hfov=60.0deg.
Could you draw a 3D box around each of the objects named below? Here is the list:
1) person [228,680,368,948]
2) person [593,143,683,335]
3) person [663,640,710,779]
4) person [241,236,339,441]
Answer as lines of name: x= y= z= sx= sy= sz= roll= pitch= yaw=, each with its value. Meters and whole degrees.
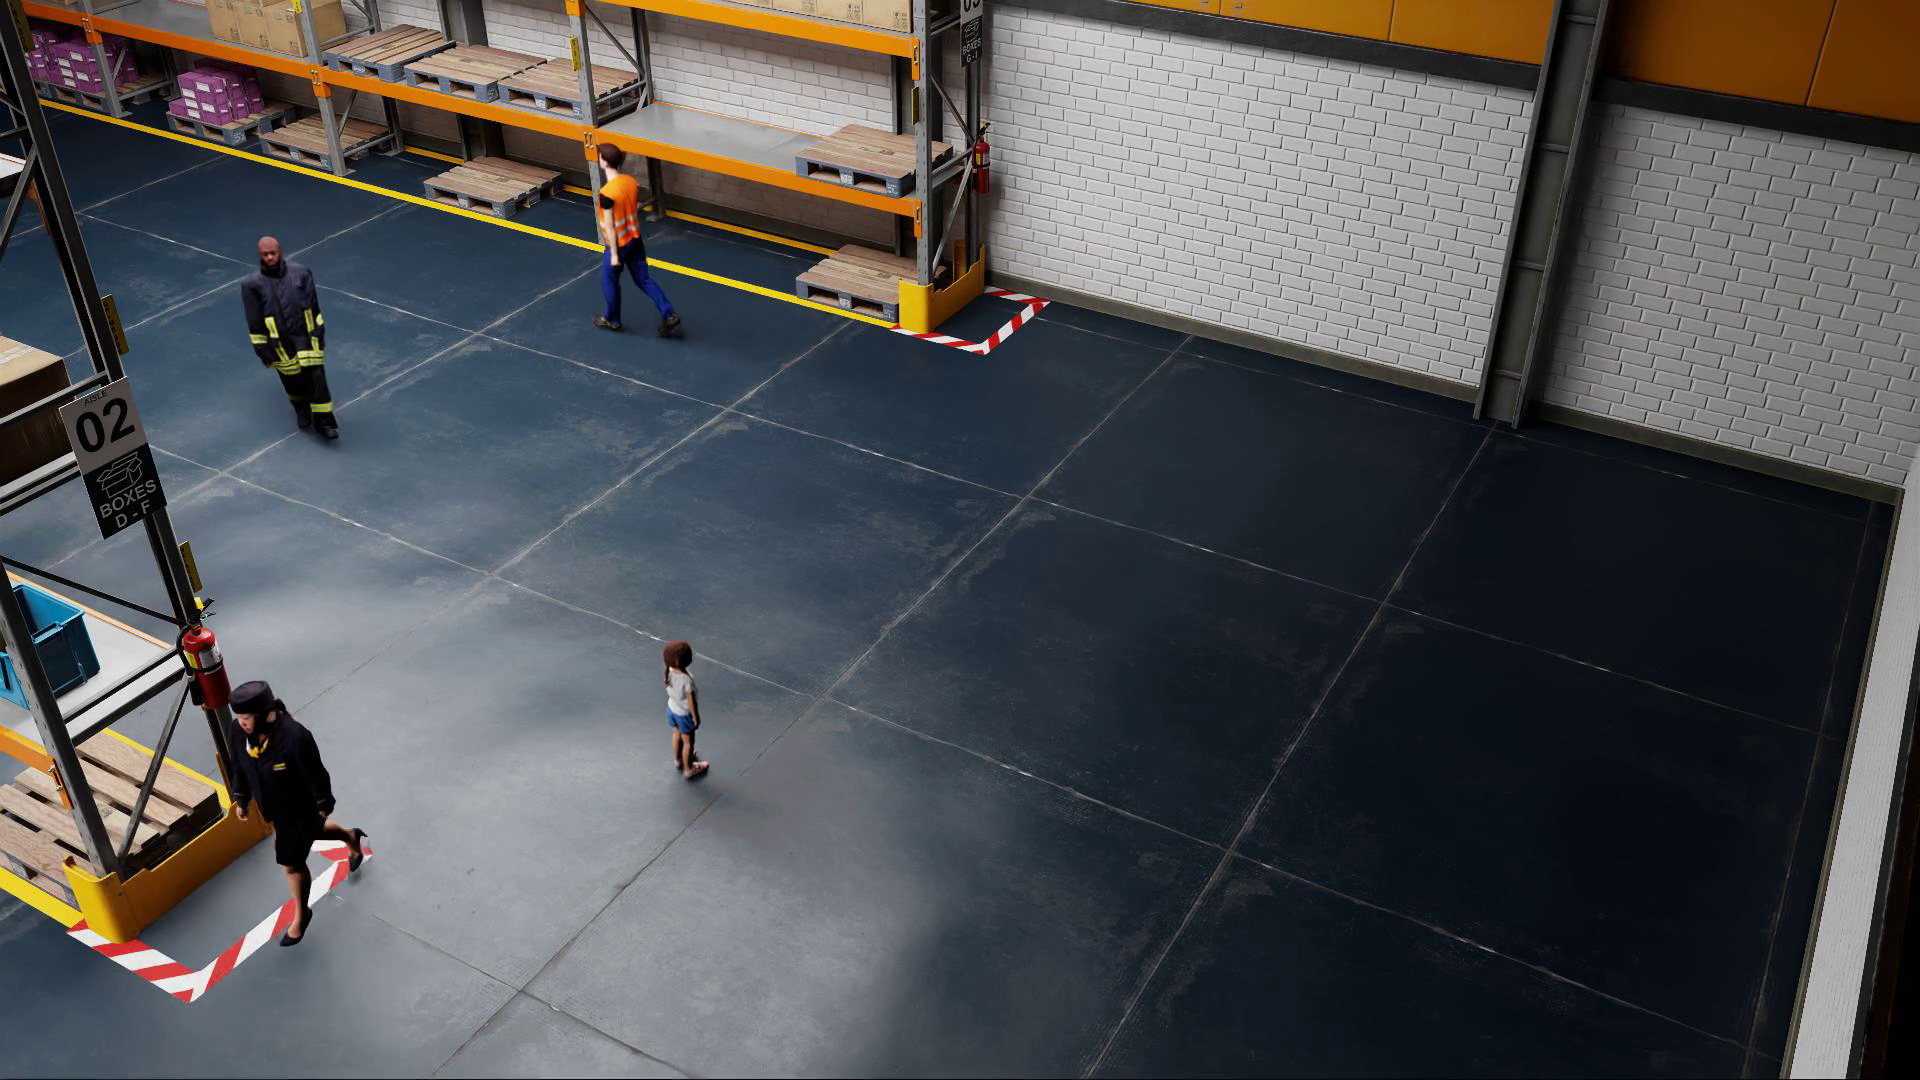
person: x=-3.737 y=1.438 z=9.425 sx=1.033 sy=1.625 sz=0.799 roll=14 pitch=36 yaw=19
person: x=-3.060 y=-2.756 z=15.530 sx=1.210 sy=1.851 sz=0.754 roll=15 pitch=37 yaw=22
person: x=-1.765 y=1.057 z=10.547 sx=0.522 sy=1.019 sz=0.421 roll=-25 pitch=41 yaw=-32
person: x=-5.686 y=-1.762 z=14.088 sx=1.080 sy=1.793 sz=1.201 roll=-16 pitch=37 yaw=-22
